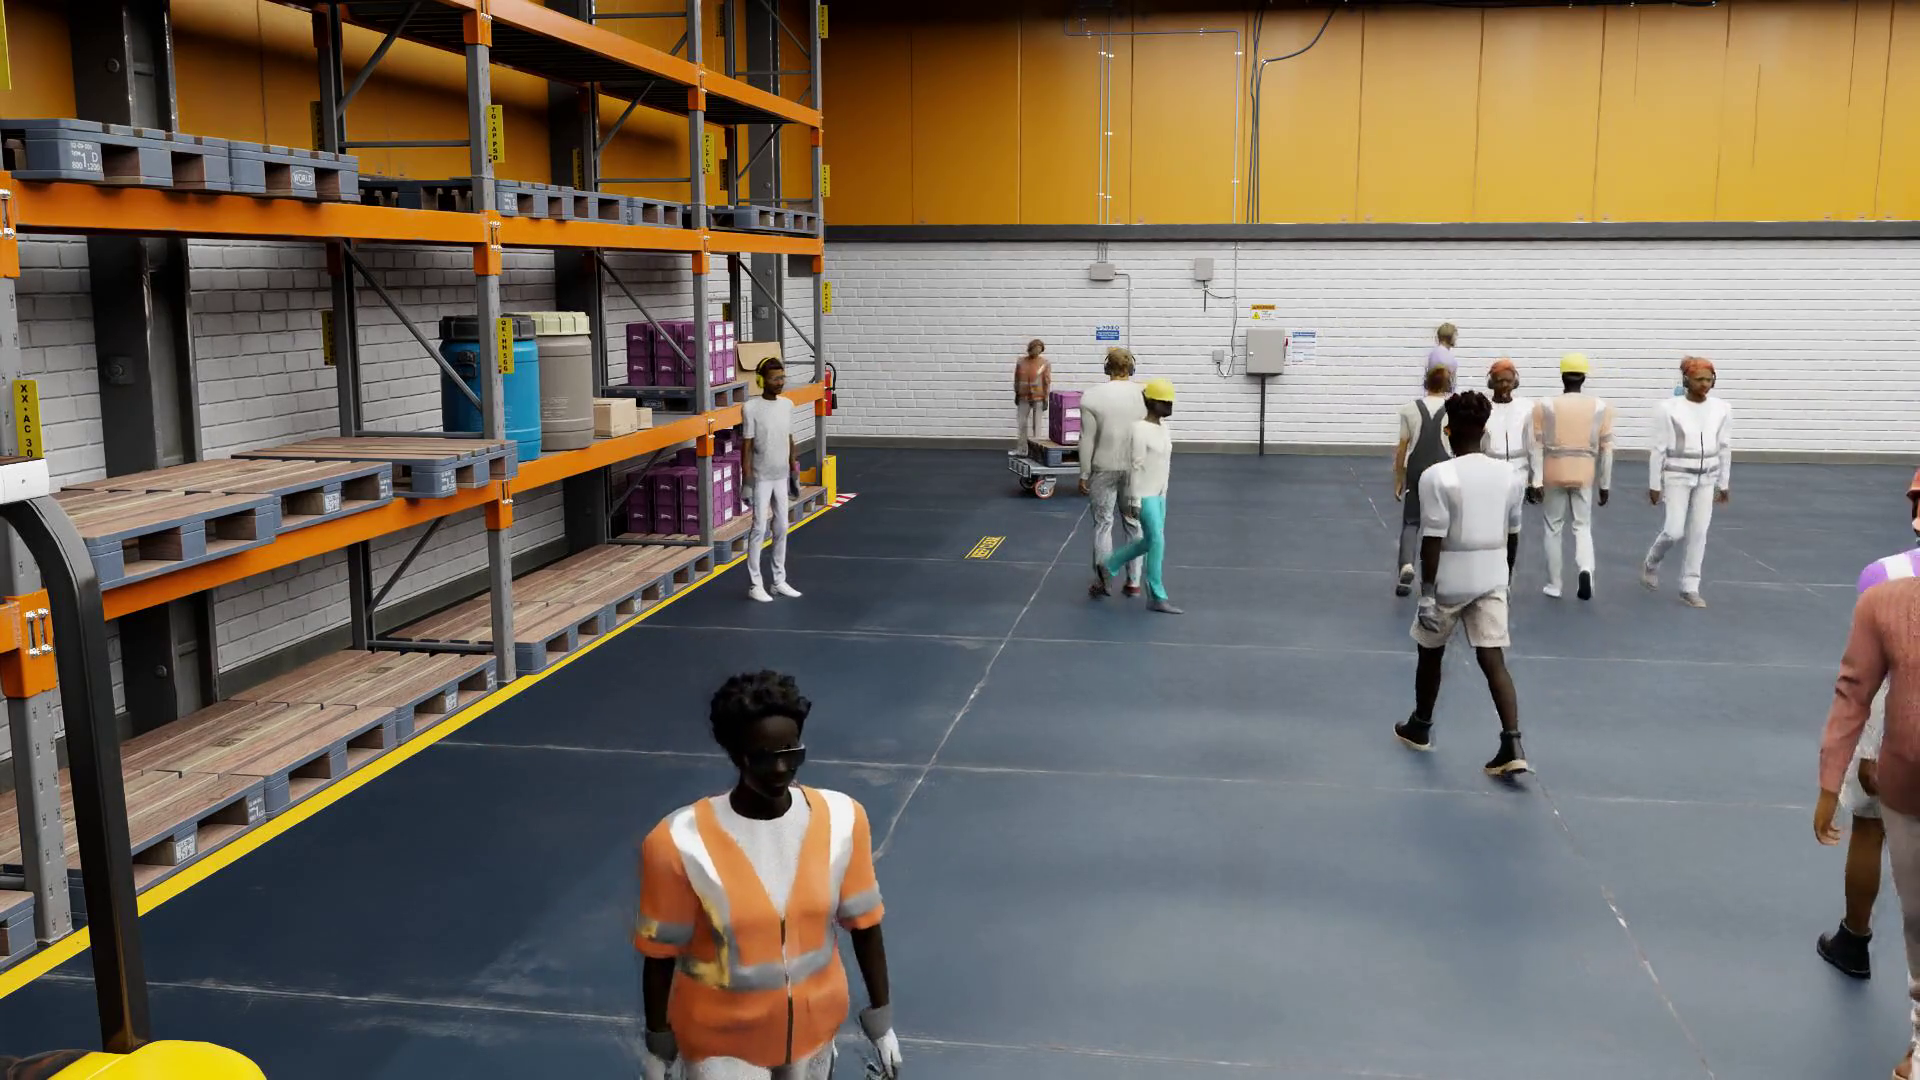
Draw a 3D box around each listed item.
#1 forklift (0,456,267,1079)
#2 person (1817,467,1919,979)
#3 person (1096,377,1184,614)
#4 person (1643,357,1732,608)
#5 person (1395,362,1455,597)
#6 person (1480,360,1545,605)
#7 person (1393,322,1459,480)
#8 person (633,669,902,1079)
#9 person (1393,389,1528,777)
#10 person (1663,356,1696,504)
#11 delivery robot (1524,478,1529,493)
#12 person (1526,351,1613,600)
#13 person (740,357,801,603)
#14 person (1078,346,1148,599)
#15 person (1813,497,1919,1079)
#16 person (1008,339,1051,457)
[{"bbox_3d":[-2.328,0.975,2.765,2.313,2.155,1.214,1,9,9],"label":"forklift"},{"bbox_3d":[3.292,0.664,5.594,0.554,1.902,0.805,1,9,6],"label":"person"},{"bbox_3d":[1.340,-0.341,12.295,0.714,1.738,0.524,6,11,31],"label":"person"},{"bbox_3d":[5.462,-0.443,12.520,0.589,1.872,0.543,-1,9,-4],"label":"person"},{"bbox_3d":[3.534,-0.422,12.518,0.518,1.831,0.547,4,10,22],"label":"person"},{"bbox_3d":[4.122,-0.453,12.689,0.576,1.838,0.985,0,9,1],"label":"person"},{"bbox_3d":[5.595,-1.601,19.520,0.914,1.912,0.635,1,9,6],"label":"person"},{"bbox_3d":[-0.382,1.103,3.602,0.557,1.649,0.847,-5,11,-30],"label":"person"},{"bbox_3d":[2.572,0.205,8.357,0.623,1.926,0.997,-3,10,-16],"label":"person"},{"bbox_3d":[7.711,-1.166,17.759,0.407,1.609,0.596,7,12,38],"label":"person"},{"bbox_3d":[5.956,-0.707,17.888,0.477,0.478,0.707,8,12,41],"label":"delivery robot"},{"bbox_3d":[4.599,-0.469,12.545,0.596,1.908,0.654,2,9,9],"label":"person"},{"bbox_3d":[-1.436,-0.459,12.650,0.327,1.860,0.538,9,13,42],"label":"person"},{"bbox_3d":[1.210,-0.507,12.711,0.626,1.935,0.368,-2,9,-10],"label":"person"},{"bbox_3d":[2.815,0.760,4.825,0.959,1.947,0.655,-7,12,-39],"label":"person"},{"bbox_3d":[0.947,-1.867,22.089,0.598,1.605,0.406,5,10,26],"label":"person"}]
